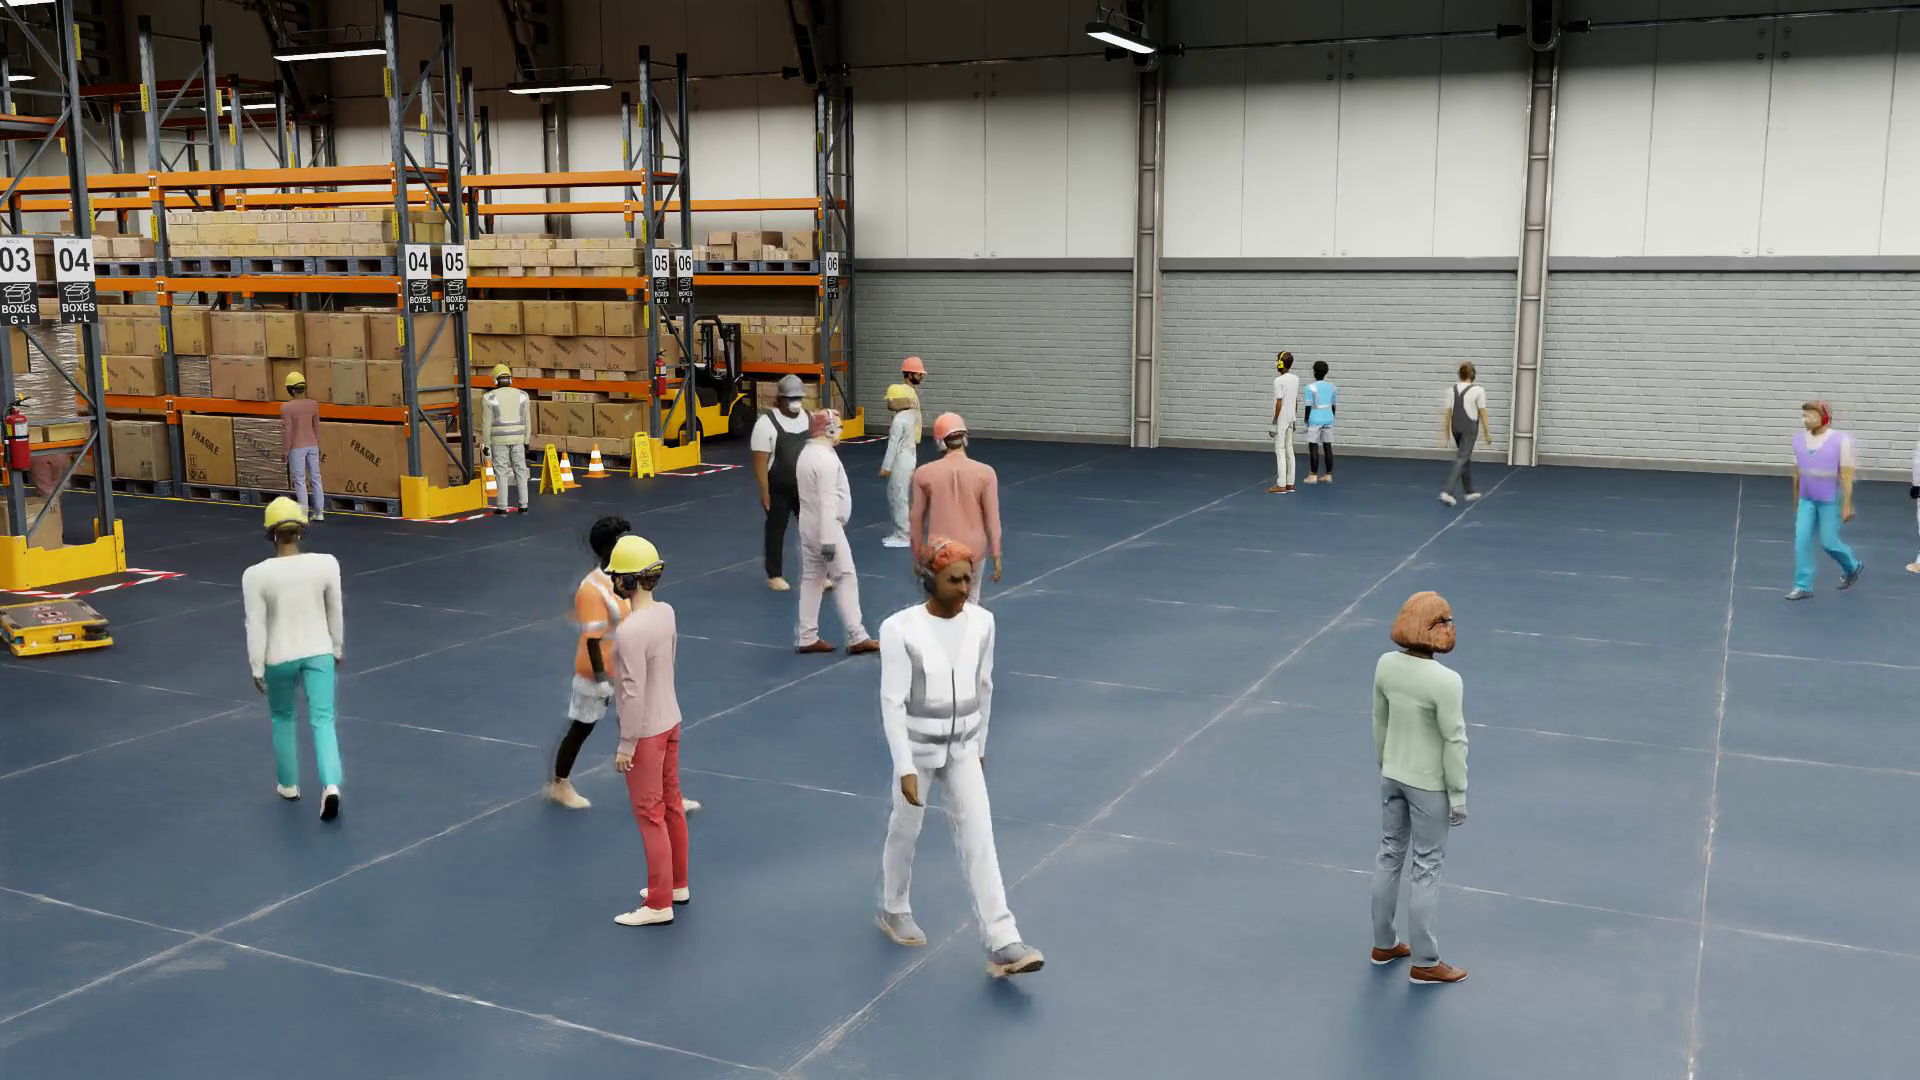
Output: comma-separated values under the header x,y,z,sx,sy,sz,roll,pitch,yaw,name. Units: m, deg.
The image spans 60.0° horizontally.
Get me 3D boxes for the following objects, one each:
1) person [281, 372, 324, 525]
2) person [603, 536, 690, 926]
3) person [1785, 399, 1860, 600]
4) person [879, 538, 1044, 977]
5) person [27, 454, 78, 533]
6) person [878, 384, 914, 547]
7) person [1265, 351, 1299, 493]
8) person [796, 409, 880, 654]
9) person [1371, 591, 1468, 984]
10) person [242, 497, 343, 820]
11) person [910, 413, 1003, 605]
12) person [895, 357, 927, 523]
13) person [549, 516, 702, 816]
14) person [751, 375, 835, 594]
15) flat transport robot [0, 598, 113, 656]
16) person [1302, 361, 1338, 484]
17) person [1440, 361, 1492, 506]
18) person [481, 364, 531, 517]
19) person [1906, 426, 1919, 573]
x,y,z,sx,sy,sz,roll,pitch,yaw,name
-7.619,-1.056,19.222,0.320,1.769,0.523,5,10,28,person
-1.434,0.856,7.507,0.327,1.767,0.533,2,9,11,person
7.750,-0.363,14.847,0.712,1.809,0.596,-5,10,-26,person
-0.054,0.909,6.978,0.597,1.821,1.030,-5,11,-29,person
-10.203,-0.973,18.417,0.981,1.861,0.662,7,12,36,person
-0.686,-0.783,17.649,0.387,1.736,0.502,0,9,2,person
4.259,-1.551,21.944,0.318,1.870,0.531,9,13,43,person
-0.916,-0.062,12.740,0.738,1.884,0.678,-4,10,-23,person
1.911,1.017,6.915,0.284,1.636,0.500,-5,10,-27,person
-3.573,0.629,8.991,0.516,1.730,0.835,-5,11,-30,person
-0.026,0.076,11.763,0.645,1.927,1.060,-1,9,-4,person
-0.567,-1.161,19.357,0.377,1.932,0.552,-1,9,-6,person
-1.871,0.684,8.919,0.890,1.645,0.539,3,10,19,person
-1.486,-0.503,14.996,0.713,2.000,0.975,-5,11,-30,person
-7.244,0.671,13.209,0.652,0.197,1.431,-7,12,-37,flat transport robot
4.937,-1.610,22.838,0.540,1.695,0.317,-4,10,-24,person
6.314,-1.338,20.873,0.962,1.805,0.528,-7,11,-35,person
-5.415,-1.184,19.841,0.592,1.823,0.404,-6,11,-33,person
9.463,-0.552,15.970,0.640,1.830,0.546,-3,10,-16,person
